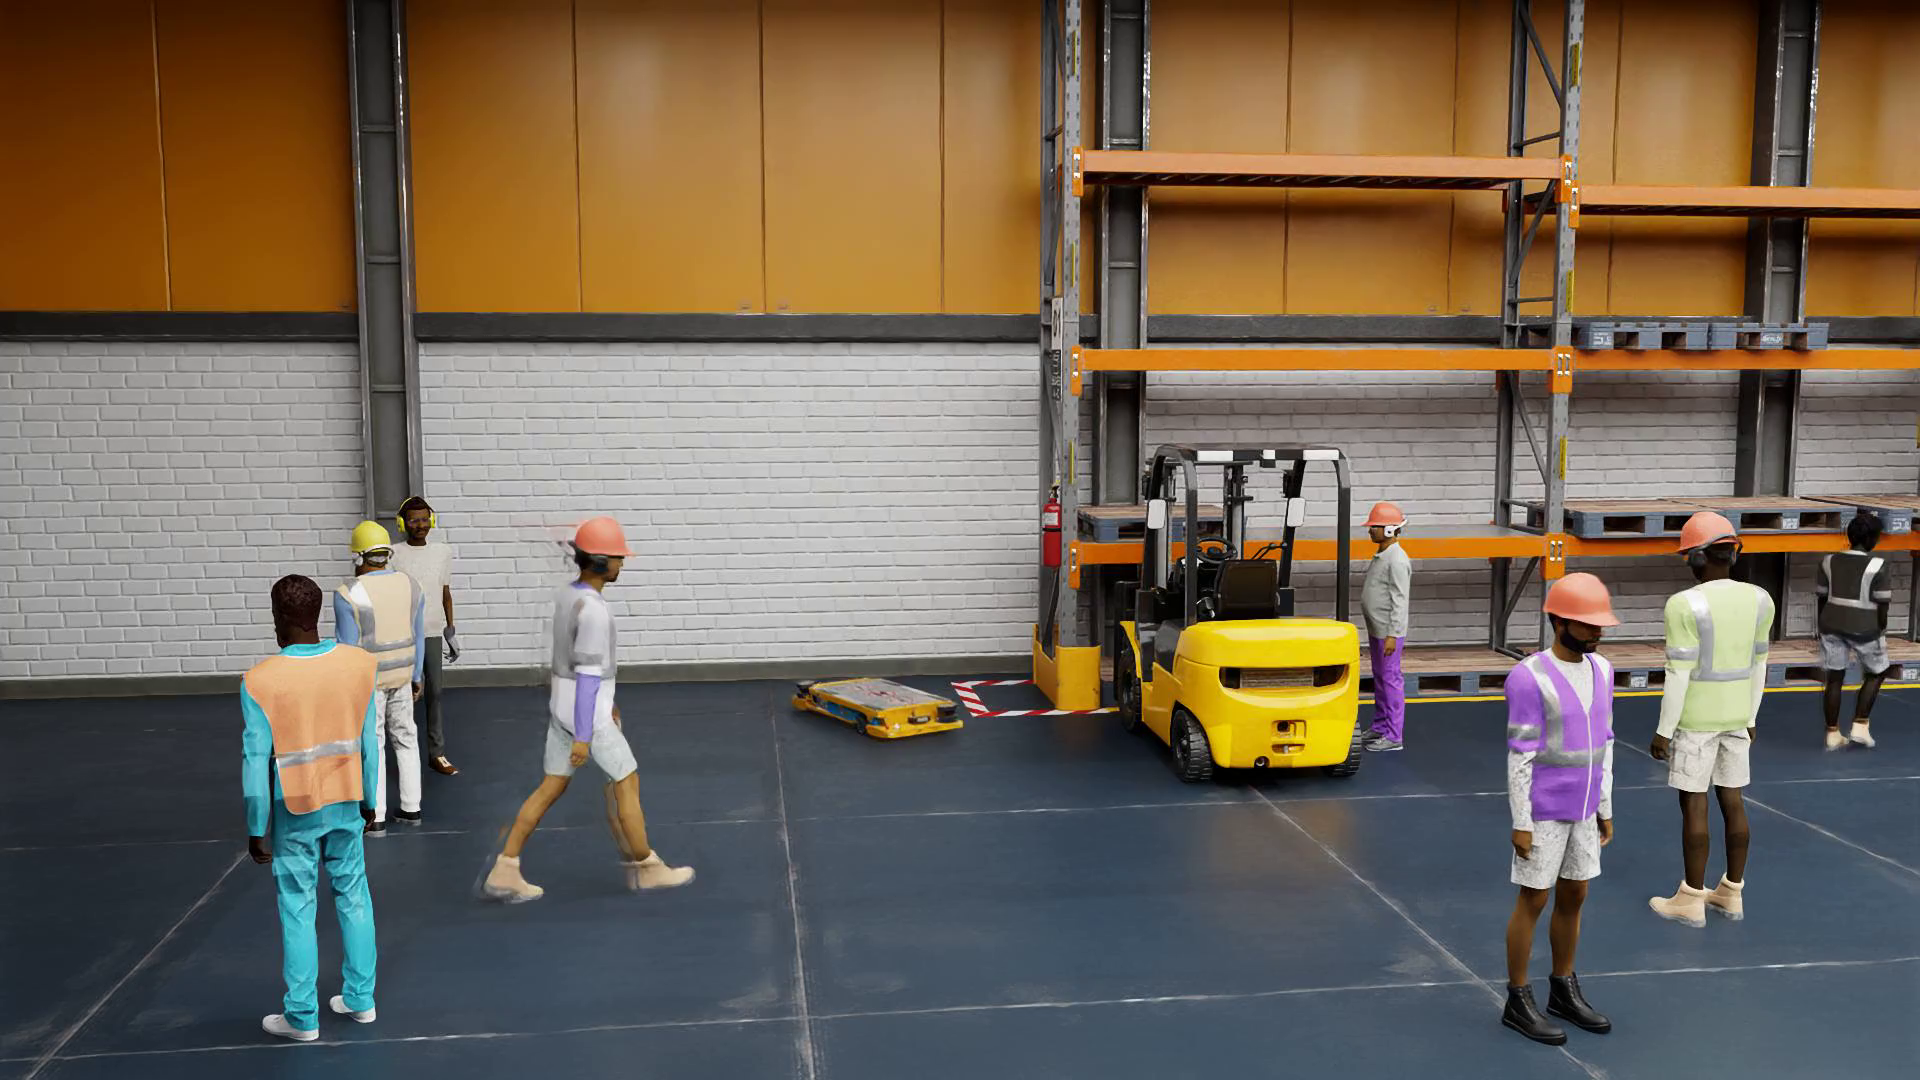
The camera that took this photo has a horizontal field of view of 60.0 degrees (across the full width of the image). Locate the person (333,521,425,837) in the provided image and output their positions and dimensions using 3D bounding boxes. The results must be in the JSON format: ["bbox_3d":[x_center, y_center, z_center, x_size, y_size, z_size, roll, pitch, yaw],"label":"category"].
[{"bbox_3d":[-3.396,0.802,9.696,0.403,1.831,0.596,5,8,35],"label":"person"}]

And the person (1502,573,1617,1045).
[{"bbox_3d":[2.475,1.087,6.798,0.544,1.930,0.388,-3,7,-27],"label":"person"}]

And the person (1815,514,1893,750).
[{"bbox_3d":[6.289,0.647,11.704,0.443,1.669,0.552,-4,8,-33],"label":"person"}]

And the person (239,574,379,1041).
[{"bbox_3d":[-2.650,1.093,6.832,0.397,1.911,0.587,5,8,39],"label":"person"}]

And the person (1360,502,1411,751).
[{"bbox_3d":[2.989,0.606,11.758,0.326,1.751,0.559,0,7,-1],"label":"person"}]

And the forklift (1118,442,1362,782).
[{"bbox_3d":[1.912,0.418,11.496,1.214,2.155,2.313,-1,7,-8],"label":"forklift"}]

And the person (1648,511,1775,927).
[{"bbox_3d":[3.664,0.876,8.185,0.605,2.034,0.390,-2,7,-20],"label":"person"}]

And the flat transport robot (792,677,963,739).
[{"bbox_3d":[-0.643,1.247,12.581,0.652,0.197,1.431,-4,8,-34],"label":"flat transport robot"}]

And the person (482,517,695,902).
[{"bbox_3d":[-1.946,0.869,8.487,1.073,1.989,0.608,-4,8,-30],"label":"person"}]

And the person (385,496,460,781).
[{"bbox_3d":[-3.547,0.642,10.942,0.514,1.872,0.328,-6,9,-41],"label":"person"}]
